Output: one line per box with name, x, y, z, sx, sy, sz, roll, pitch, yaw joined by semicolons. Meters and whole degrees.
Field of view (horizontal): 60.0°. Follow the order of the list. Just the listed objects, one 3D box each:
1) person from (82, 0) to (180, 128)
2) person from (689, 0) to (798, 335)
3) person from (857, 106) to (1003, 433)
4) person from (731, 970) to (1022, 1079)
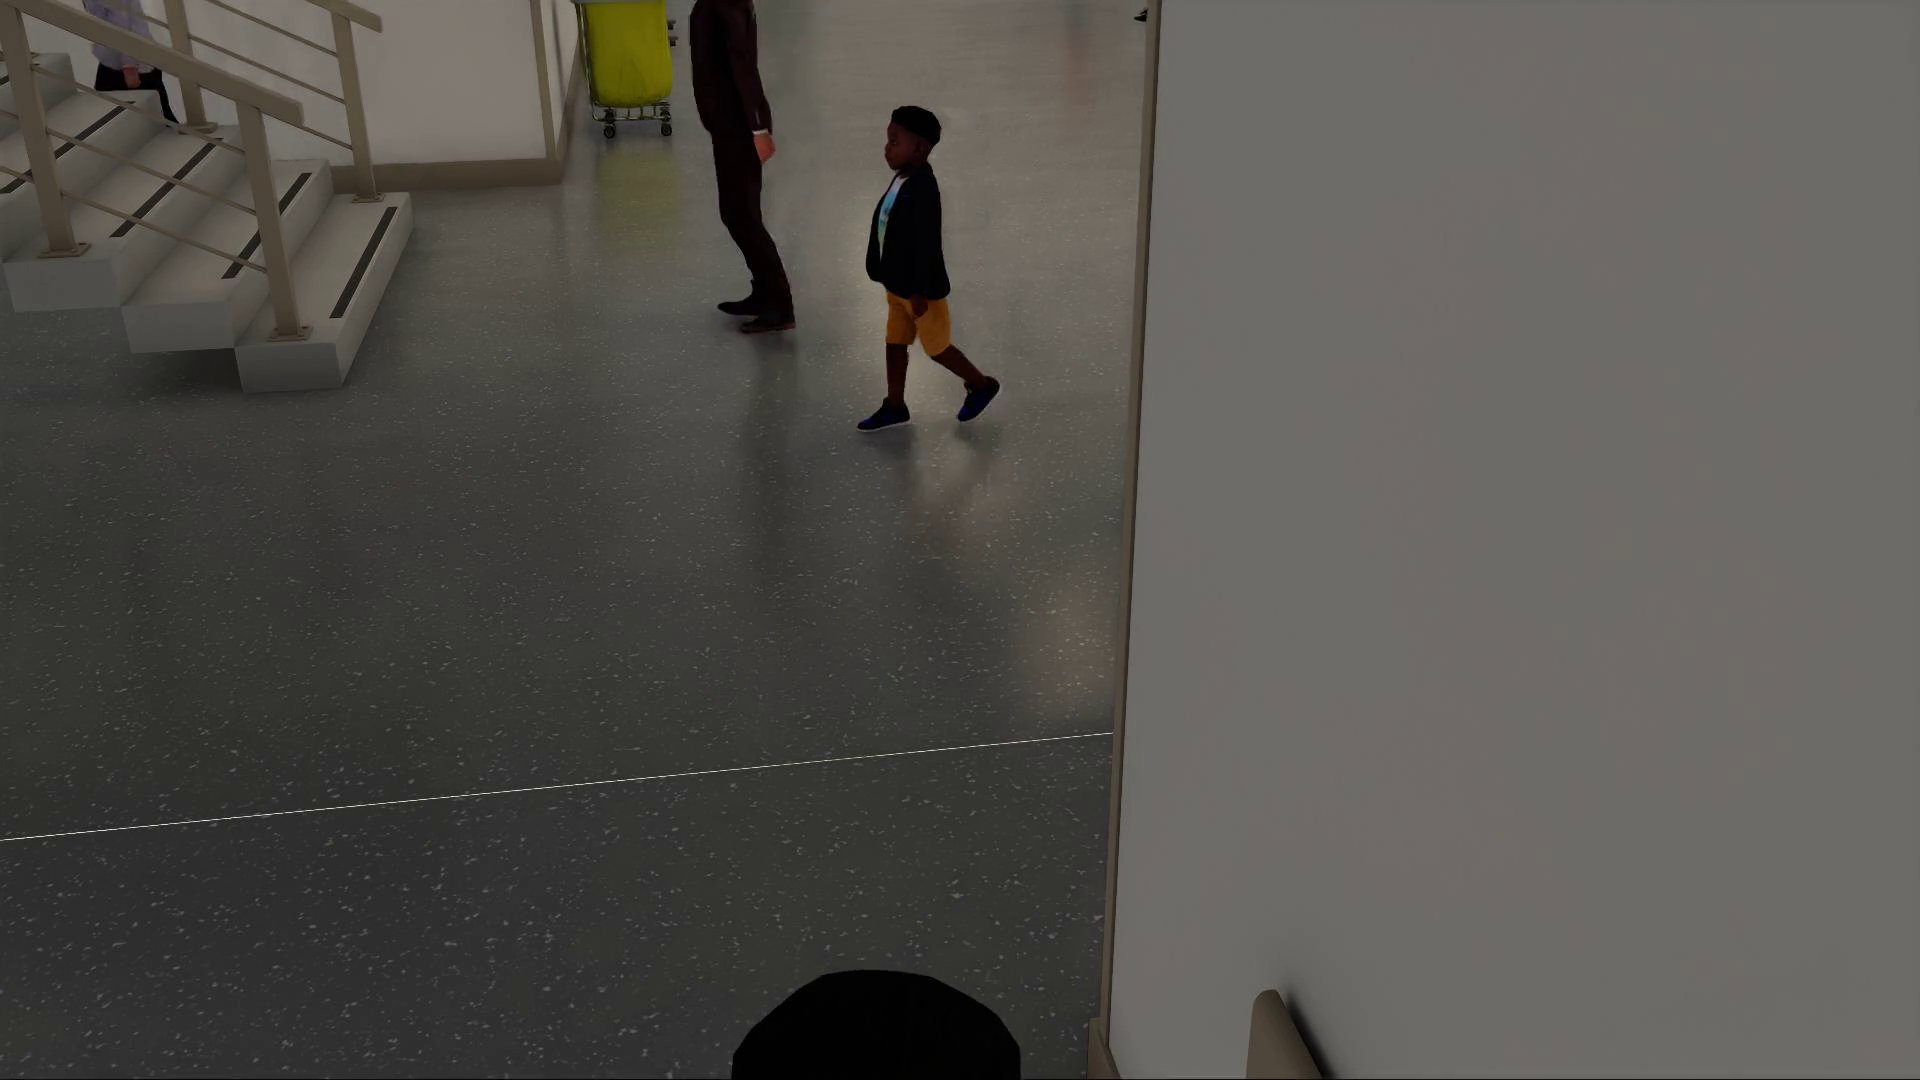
person;-4.403;-2.601;8.988;0.947;1.823;0.747;-7;27;-14
person;-0.944;-1.834;7.398;0.595;1.820;0.861;-10;28;-21
person;-0.101;-1.011;6.341;0.847;1.257;0.622;-10;28;-20
person;-0.081;1.077;1.412;0.652;1.778;0.779;-22;33;-38
